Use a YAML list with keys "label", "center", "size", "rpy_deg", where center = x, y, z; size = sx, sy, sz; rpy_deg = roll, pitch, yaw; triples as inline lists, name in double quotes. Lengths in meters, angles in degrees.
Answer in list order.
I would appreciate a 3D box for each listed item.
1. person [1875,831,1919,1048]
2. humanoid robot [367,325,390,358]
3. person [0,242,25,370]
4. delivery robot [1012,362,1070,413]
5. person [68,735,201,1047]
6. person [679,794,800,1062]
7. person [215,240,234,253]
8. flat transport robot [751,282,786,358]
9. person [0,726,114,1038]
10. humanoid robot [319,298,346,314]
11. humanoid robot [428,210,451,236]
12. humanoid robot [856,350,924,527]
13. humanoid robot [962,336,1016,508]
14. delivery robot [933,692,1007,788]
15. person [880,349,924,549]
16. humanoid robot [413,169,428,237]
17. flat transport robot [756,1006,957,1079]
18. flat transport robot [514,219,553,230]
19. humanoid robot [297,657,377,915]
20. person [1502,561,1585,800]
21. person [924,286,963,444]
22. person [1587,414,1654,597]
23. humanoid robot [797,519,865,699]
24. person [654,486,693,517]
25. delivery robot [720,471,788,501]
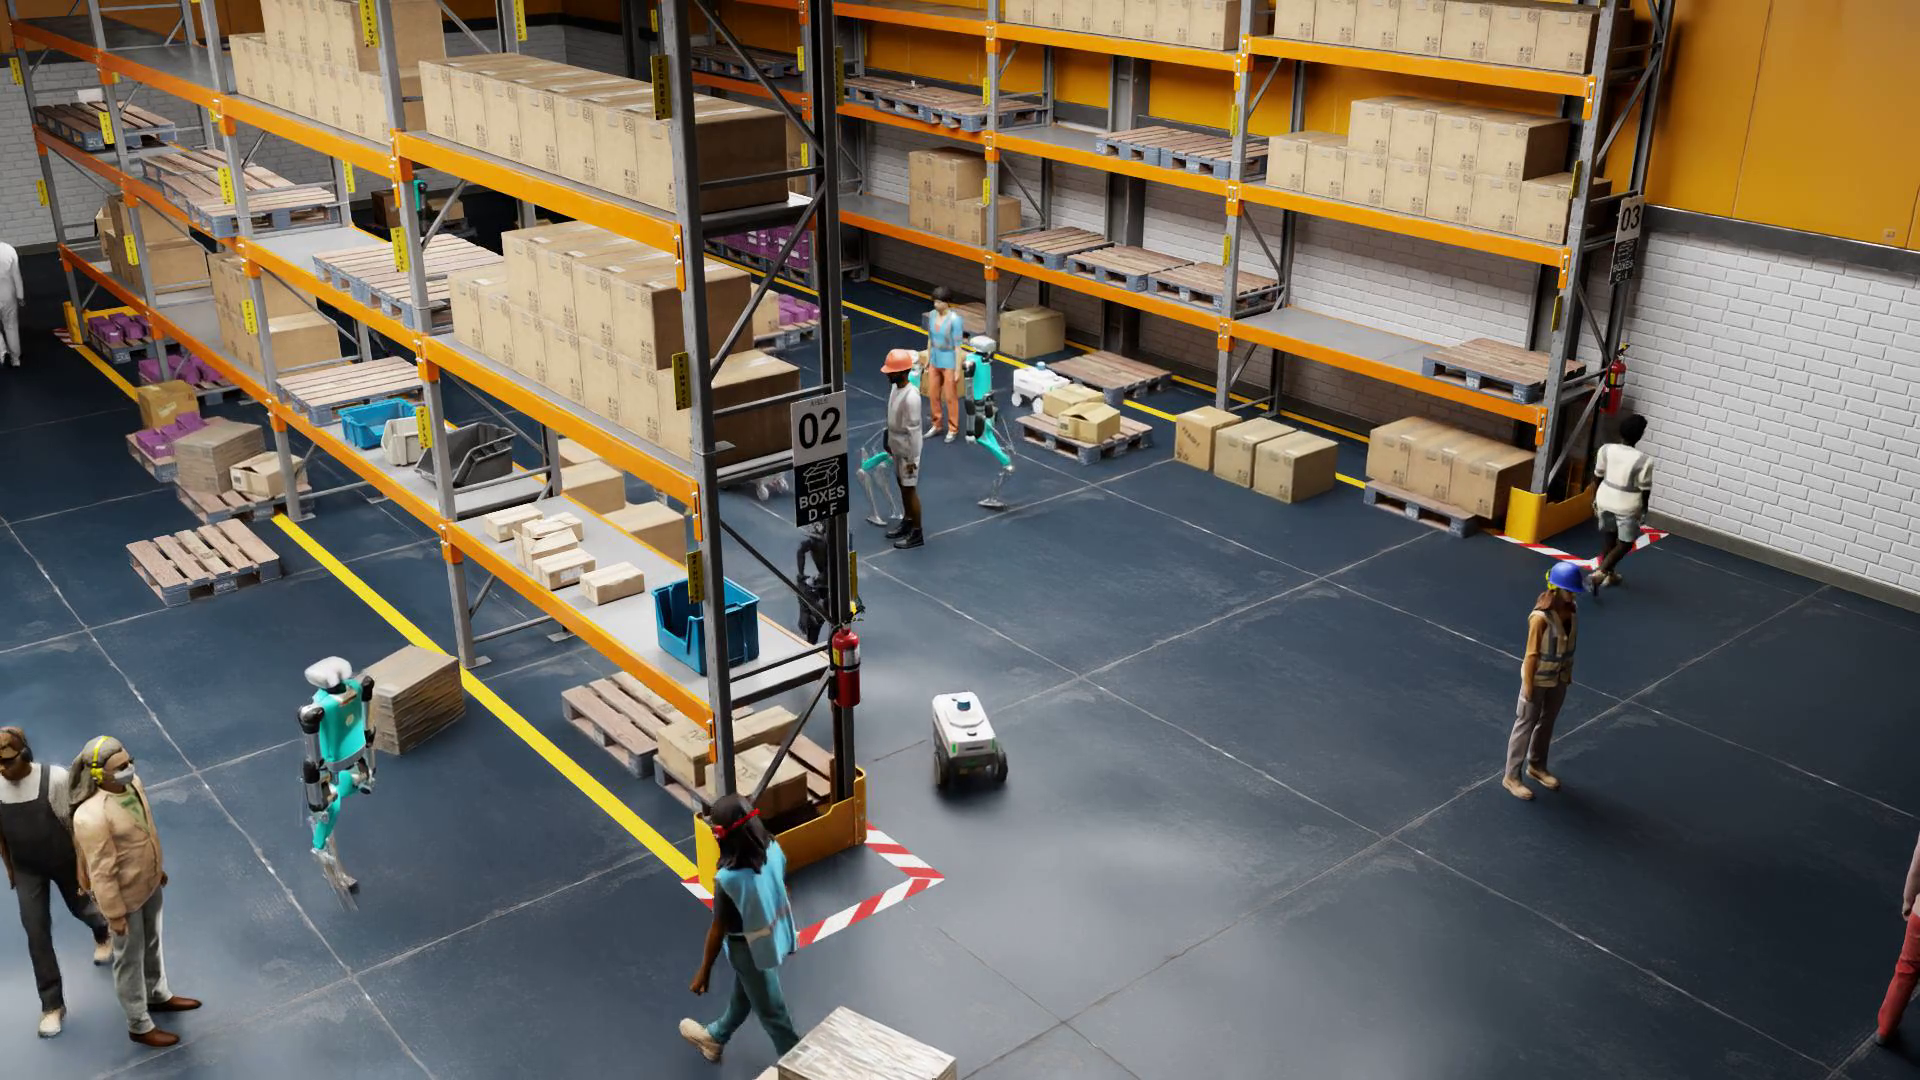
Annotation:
- label: "person"
  center: [5.371, 2.057, 9.006]
  size: [0.347, 1.759, 0.521]
  rpy_deg: [-18, 29, -35]
- label: "humanoid robot"
  center: [-7.506, -3.117, 21.140]
  size: [0.729, 1.641, 0.600]
  rpy_deg: [18, 29, 35]
- label: "person"
  center: [-11.902, -3.005, 20.562]
  size: [0.648, 1.889, 0.600]
  rpy_deg: [-19, 29, -36]
- label: "delivery robot"
  center: [0.957, -1.762, 19.372]
  size: [0.499, 0.601, 0.802]
  rpy_deg: [-18, 29, -36]
- label: "person"
  center: [-4.592, 1.914, 9.189]
  size: [0.393, 1.876, 0.554]
  rpy_deg: [0, 23, 1]
- label: "person"
  center: [-1.169, 2.146, 8.716]
  size: [1.014, 1.816, 0.582]
  rpy_deg: [10, 25, 21]
- label: "person"
  center: [-9.677, -3.719, 22.403]
  size: [0.584, 1.729, 0.437]
  rpy_deg: [-20, 30, -38]
- label: "flat transport robot"
  center: [-2.952, -2.328, 21.034]
  size: [0.659, 0.231, 1.431]
  rpy_deg: [-16, 28, -33]
- label: "person"
  center: [-5.208, 1.822, 9.497]
  size: [0.528, 1.813, 0.904]
  rpy_deg: [-5, 24, -11]
- label: "humanoid robot"
  center: [-8.945, -4.054, 23.237]
  size: [0.558, 1.769, 0.955]
  rpy_deg: [-17, 29, -34]
- label: "humanoid robot"
  center: [-6.881, -3.583, 22.243]
  size: [0.762, 1.652, 0.608]
  rpy_deg: [6, 24, 14]
- label: "humanoid robot"
  center: [-0.725, -1.012, 16.090]
  size: [0.735, 1.744, 0.531]
  rpy_deg: [9, 25, 20]
- label: "humanoid robot"
  center: [0.366, -1.092, 16.343]
  size: [0.679, 1.826, 0.536]
  rpy_deg: [11, 26, 23]
- label: "delivery robot"
  center: [0.031, 1.413, 12.005]
  size: [0.499, 0.591, 0.781]
  rpy_deg: [-5, 24, -11]
- label: "person"
  center: [-0.544, -0.860, 15.549]
  size: [0.386, 1.930, 0.547]
  rpy_deg: [-7, 24, -16]
- label: "humanoid robot"
  center: [-8.027, -4.494, 24.172]
  size: [0.702, 1.777, 0.535]
  rpy_deg: [-18, 29, -36]
- label: "flat transport robot"
  center: [-0.789, 3.290, 8.026]
  size: [1.431, 0.231, 0.659]
  rpy_deg: [15, 27, 30]
- label: "flat transport robot"
  center: [-6.105, -4.035, 24.987]
  size: [0.659, 0.231, 1.431]
  rpy_deg: [-10, 25, -21]
- label: "humanoid robot"
  center: [-3.981, 1.505, 10.353]
  size: [0.801, 1.798, 0.541]
  rpy_deg: [11, 26, 24]
- label: "person"
  center: [4.077, 0.958, 11.530]
  size: [0.474, 1.772, 0.333]
  rpy_deg: [-15, 27, -30]
- label: "person"
  center: [-0.173, -1.926, 18.233]
  size: [0.511, 1.754, 0.363]
  rpy_deg: [20, 30, 38]
- label: "person"
  center: [5.744, -0.295, 14.544]
  size: [0.662, 1.674, 0.539]
  rpy_deg: [-17, 29, -34]
- label: "humanoid robot"
  center: [-1.069, 0.427, 12.926]
  size: [0.598, 1.640, 0.635]
  rpy_deg: [-20, 31, -39]
- label: "person"
  center: [-2.880, -0.993, 16.218]
  size: [0.467, 1.628, 0.424]
  rpy_deg: [2, 23, 5]
- label: "delivery robot"
  center: [-2.126, -0.765, 17.016]
  size: [0.744, 0.564, 0.499]
  rpy_deg: [19, 30, 37]
